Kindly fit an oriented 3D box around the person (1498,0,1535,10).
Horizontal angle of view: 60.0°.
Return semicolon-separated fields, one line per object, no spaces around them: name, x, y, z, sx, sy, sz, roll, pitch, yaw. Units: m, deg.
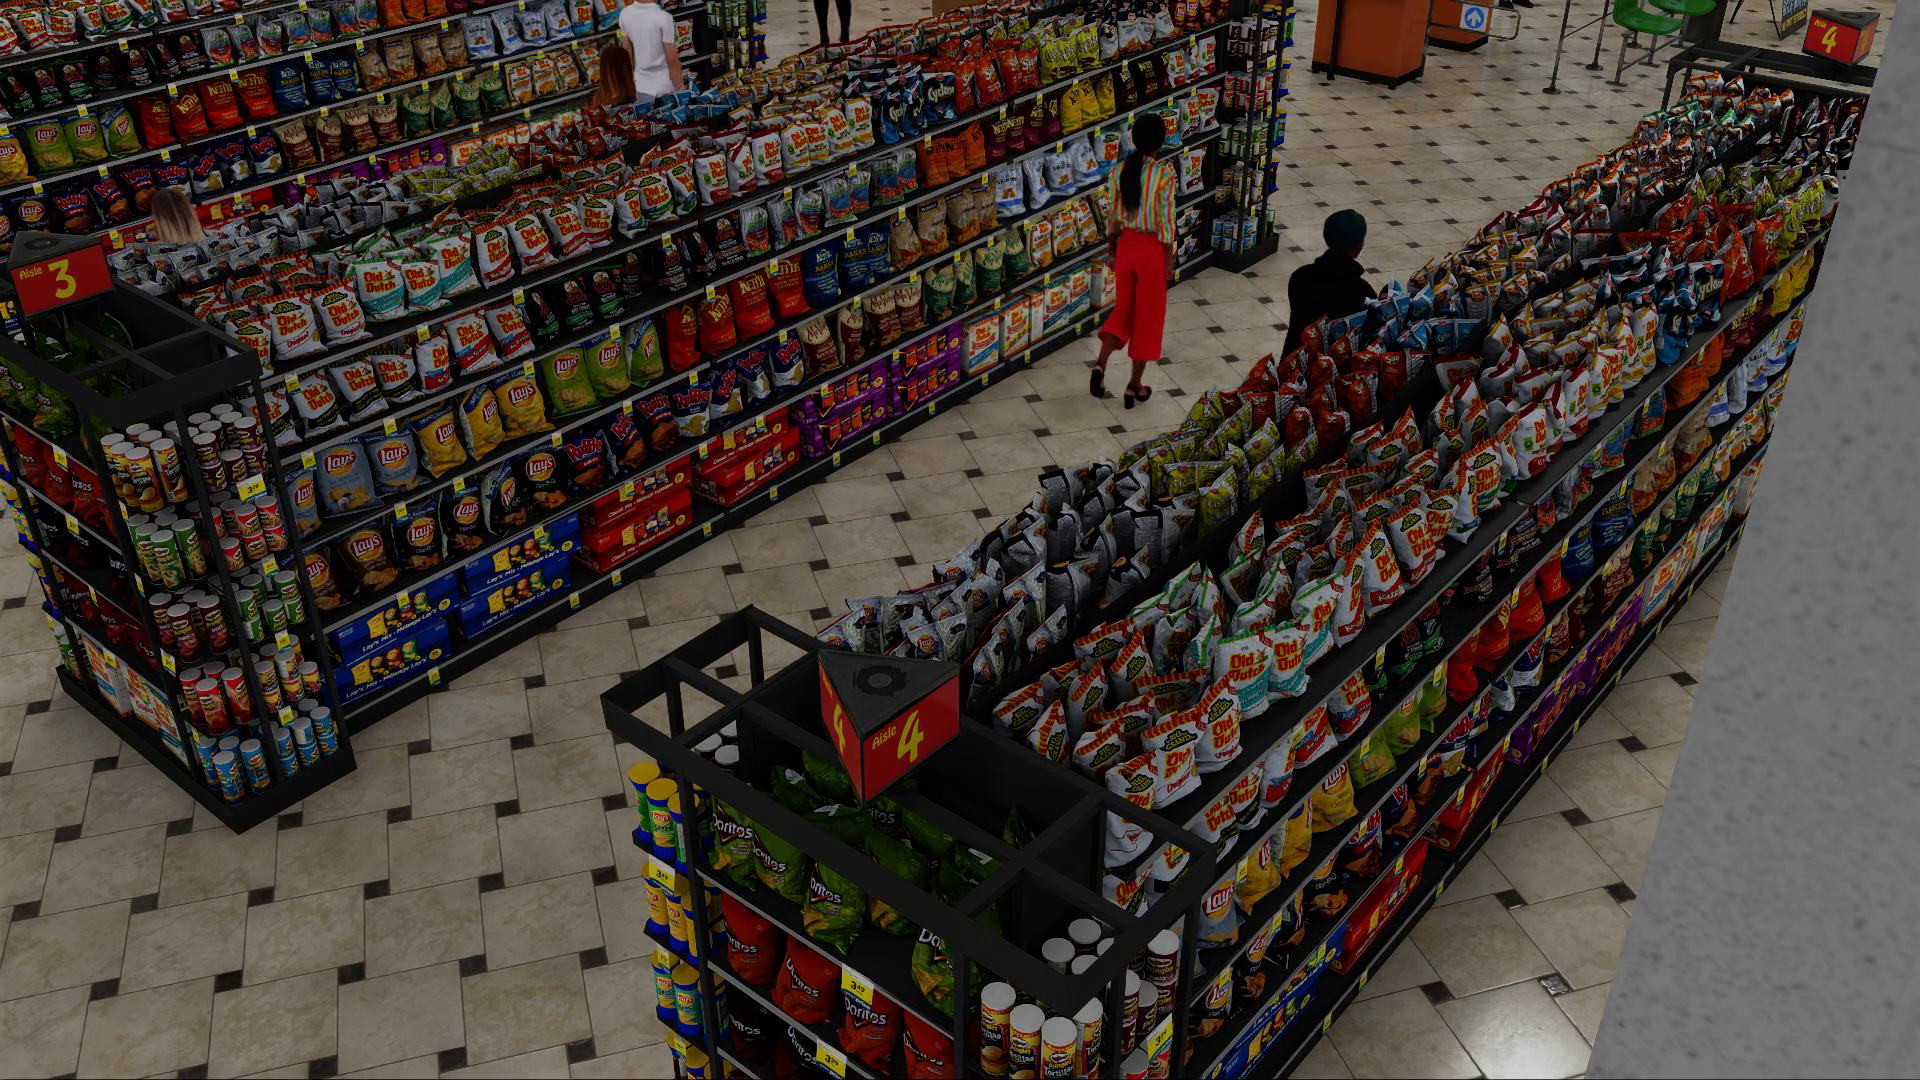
person;6.029;-6.582;17.600;0.668;1.818;0.803;-11;34;-17

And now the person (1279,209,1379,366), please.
person;1.732;-0.733;8.219;0.661;1.797;0.737;23;38;32

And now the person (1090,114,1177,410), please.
person;0.983;-1.524;9.504;0.592;1.782;0.815;21;38;30

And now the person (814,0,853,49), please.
person;-1.223;-5.507;15.876;1.067;1.814;1.121;-4;32;-6

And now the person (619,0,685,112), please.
person;-2.271;-3.282;12.274;0.777;1.842;0.875;15;35;23

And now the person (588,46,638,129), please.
person;-2.298;-2.347;10.909;0.604;1.696;0.616;22;38;31
